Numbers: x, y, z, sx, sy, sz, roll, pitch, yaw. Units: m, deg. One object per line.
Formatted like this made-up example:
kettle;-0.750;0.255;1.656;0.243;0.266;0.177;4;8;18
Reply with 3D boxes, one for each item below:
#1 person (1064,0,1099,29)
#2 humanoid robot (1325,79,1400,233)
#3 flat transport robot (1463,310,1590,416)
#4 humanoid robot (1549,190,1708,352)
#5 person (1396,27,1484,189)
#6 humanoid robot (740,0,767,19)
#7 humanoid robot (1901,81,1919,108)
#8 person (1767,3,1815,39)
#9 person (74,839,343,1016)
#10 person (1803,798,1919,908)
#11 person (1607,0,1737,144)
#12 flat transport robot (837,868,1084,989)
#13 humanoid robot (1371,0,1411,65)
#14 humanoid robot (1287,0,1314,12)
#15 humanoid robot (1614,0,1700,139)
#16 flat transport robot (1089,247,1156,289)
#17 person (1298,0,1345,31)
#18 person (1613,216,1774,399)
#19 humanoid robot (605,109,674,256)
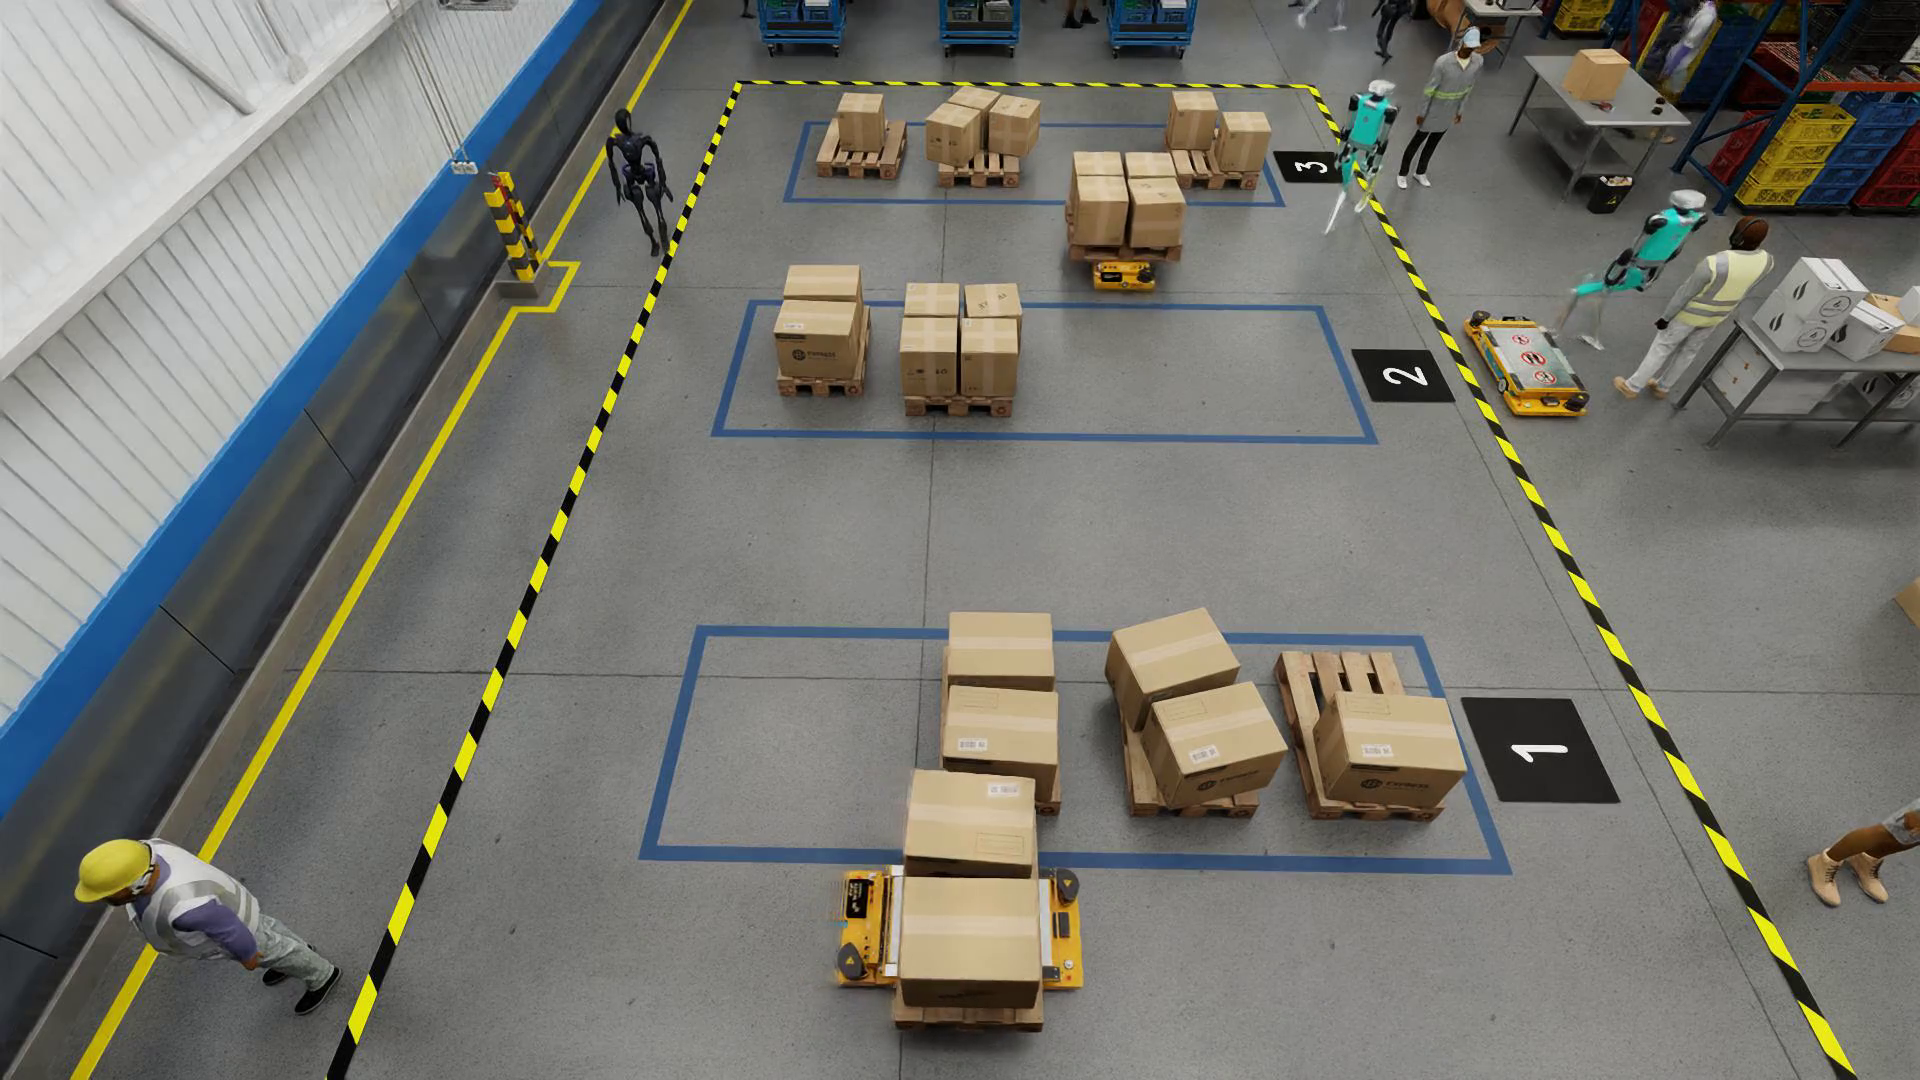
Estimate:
person;2.013;-8.975;14.212;0.710;1.909;0.580;2;49;1
humanoid robot;4.656;-4.405;10.416;0.544;1.773;1.024;36;58;27
flat transport robot;5.573;-1.757;9.054;0.659;0.231;1.431;1;49;1
humanoid robot;6.373;-2.642;8.872;0.531;1.804;0.807;-5;49;-5
person;5.740;-5.112;10.913;0.589;1.850;0.395;-5;49;-5
humanoid robot;-3.307;-9.194;14.568;0.647;1.635;0.612;10;50;9
humanoid robot;12.213;-5.733;11.517;0.706;1.772;0.534;4;49;4
person;12.006;-7.650;13.126;0.948;1.826;0.531;-4;49;-3
person;-3.862;2.003;4.762;0.589;1.837;0.404;26;54;21
person;5.612;1.510;5.061;0.604;2.034;0.388;-1;49;-1
person;9.118;-6.170;11.737;0.977;1.998;0.598;21;52;17
flat transport robot;0.009;2.316;5.510;1.431;0.197;0.652;1;49;1
humanoid robot;6.417;-7.887;13.450;0.614;1.653;0.562;-16;51;-13
humanoid robot;5.715;-9.391;14.735;0.471;1.649;0.584;-3;49;-3
humanoid robot;9.049;-6.118;11.892;0.343;1.656;0.591;26;54;21
flat transport robot;1.808;-3.343;10.409;0.652;0.197;1.431;1;49;1
person;5.824;-8.816;14.211;0.768;1.714;0.493;-12;50;-10
person;6.630;-2.043;8.268;0.622;1.837;0.429;-3;49;-2
humanoid robot;-3.451;-3.842;9.925;0.608;1.640;0.355;-7;49;-6
